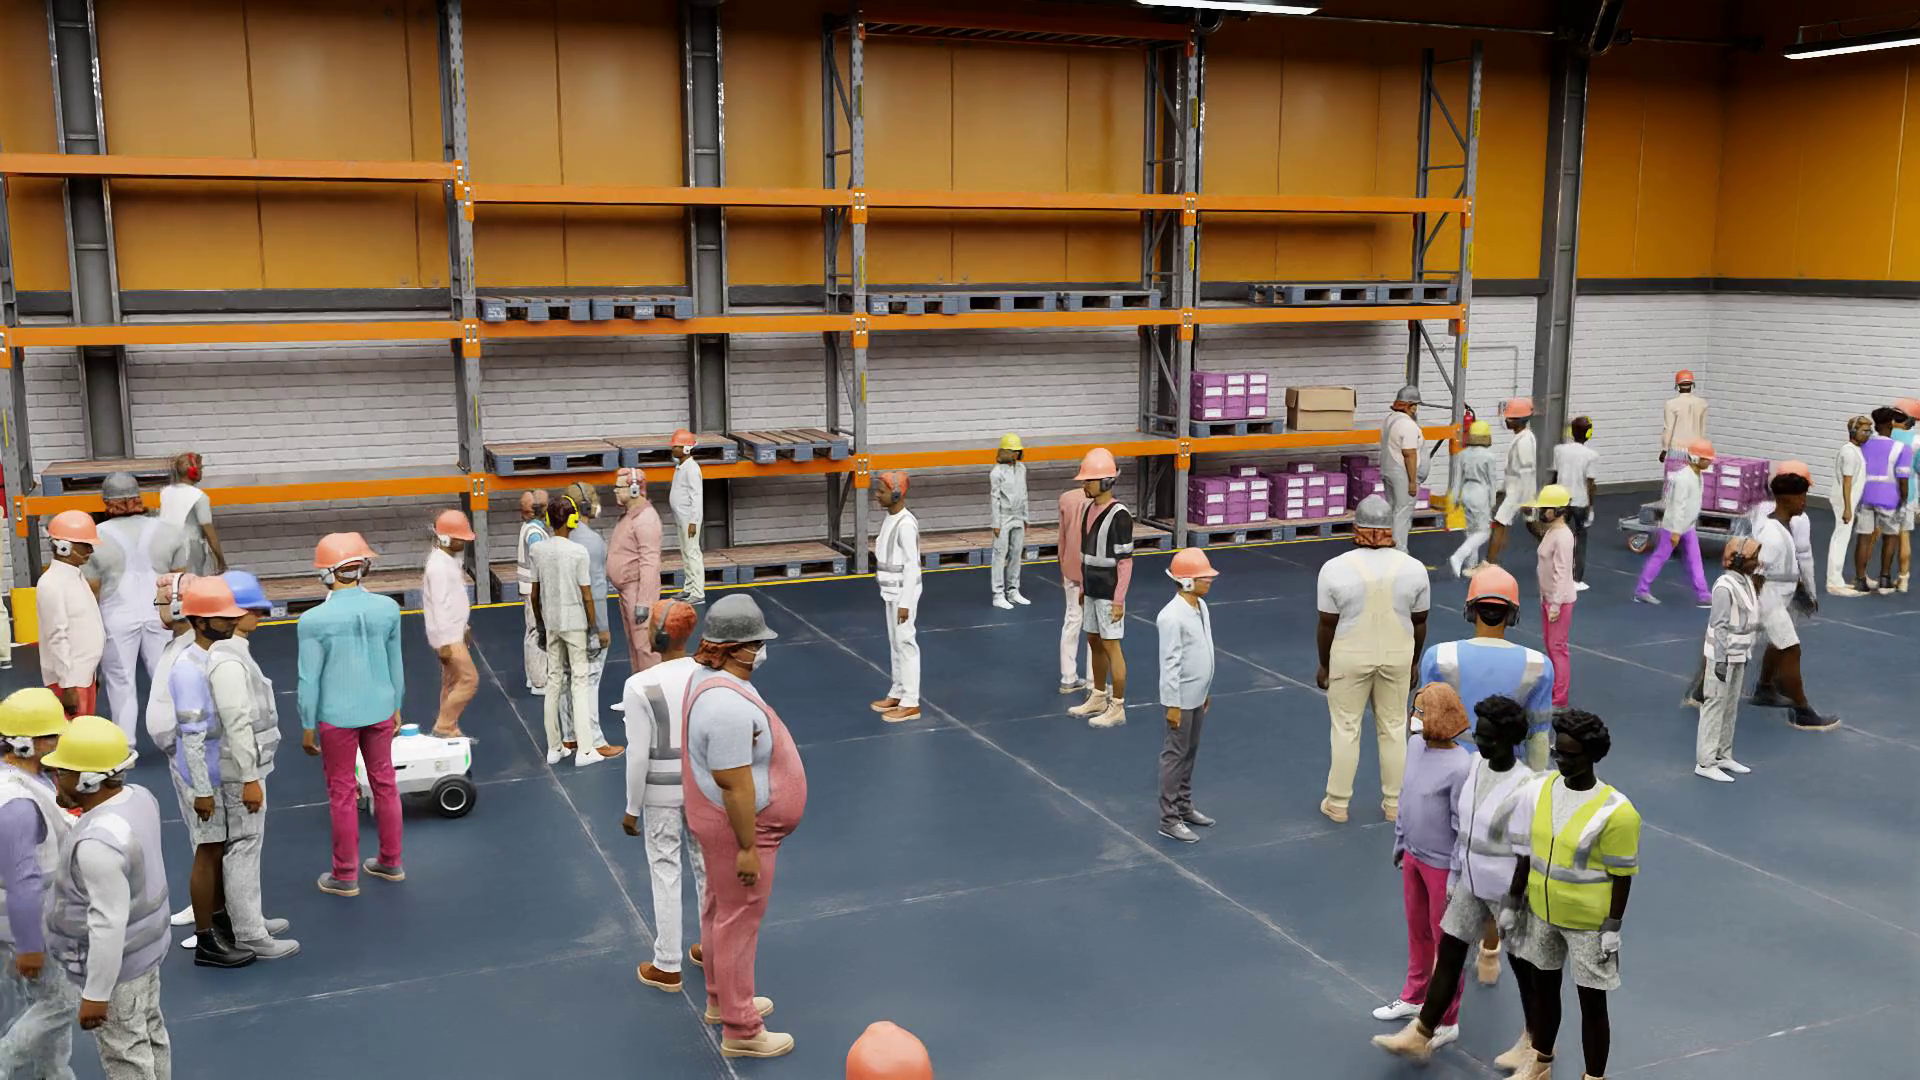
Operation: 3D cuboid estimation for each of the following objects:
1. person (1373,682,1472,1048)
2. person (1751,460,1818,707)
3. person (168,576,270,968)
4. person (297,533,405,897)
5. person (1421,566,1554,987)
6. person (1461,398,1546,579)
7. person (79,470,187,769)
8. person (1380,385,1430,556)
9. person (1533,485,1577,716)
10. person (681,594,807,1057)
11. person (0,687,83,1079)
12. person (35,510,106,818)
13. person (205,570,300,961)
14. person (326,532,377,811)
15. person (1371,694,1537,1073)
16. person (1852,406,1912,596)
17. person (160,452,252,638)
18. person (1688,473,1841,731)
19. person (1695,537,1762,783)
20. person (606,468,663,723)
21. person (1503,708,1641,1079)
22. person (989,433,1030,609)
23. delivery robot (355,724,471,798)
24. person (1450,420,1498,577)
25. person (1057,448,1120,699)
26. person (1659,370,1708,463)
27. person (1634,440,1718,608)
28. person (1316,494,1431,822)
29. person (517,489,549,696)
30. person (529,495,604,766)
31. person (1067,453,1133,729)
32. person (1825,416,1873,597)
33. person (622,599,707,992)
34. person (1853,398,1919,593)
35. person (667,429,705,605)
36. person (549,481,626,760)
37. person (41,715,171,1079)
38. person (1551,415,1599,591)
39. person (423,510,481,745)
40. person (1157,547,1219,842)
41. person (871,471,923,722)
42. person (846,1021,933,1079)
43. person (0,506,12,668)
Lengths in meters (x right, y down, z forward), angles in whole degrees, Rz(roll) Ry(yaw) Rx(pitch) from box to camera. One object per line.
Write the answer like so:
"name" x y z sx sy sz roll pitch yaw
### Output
"person" 2.083 1.424 7.375 0.279 1.634 0.498 -3 10 -17
"person" 6.371 0.341 12.789 0.517 1.914 0.580 -2 10 -9
"person" -3.645 1.129 8.208 0.371 1.935 0.551 -1 10 -8
"person" -3.333 0.946 9.115 0.406 1.987 0.614 8 13 38
"person" 2.482 1.132 7.951 0.609 2.029 0.408 1 10 8
"person" 5.960 -0.521 17.596 1.094 1.988 0.620 4 11 23
"person" -5.666 0.526 11.381 0.688 2.000 0.536 -9 13 -42
"person" 4.976 -0.724 18.585 0.535 2.000 0.681 -1 10 -8
"person" 4.485 0.455 12.614 0.341 1.756 0.518 1 10 8
"person" -0.944 1.229 7.332 0.539 2.000 0.688 -3 10 -18
"person" -3.719 1.477 6.580 0.531 1.812 0.591 -6 12 -33
"person" -5.253 0.809 9.908 0.393 1.987 0.608 -3 10 -16
"person" -3.566 1.114 8.261 0.384 1.948 0.605 -5 11 -28
"person" -3.807 0.821 10.495 0.321 1.756 0.561 -3 10 -14
"person" 2.185 1.471 7.011 0.771 1.656 0.544 -4 10 -20
"person" 9.373 -0.399 17.022 0.618 1.928 0.676 9 13 43
"person" -6.568 0.141 14.314 0.595 1.789 0.985 7 12 35
"person" 5.980 0.435 12.332 1.035 1.913 0.619 5 11 24
"person" 5.118 0.786 11.072 0.312 1.634 0.514 9 13 42
"person" -2.440 0.405 12.468 0.407 1.908 0.641 -4 11 -23
"person" 2.466 1.506 6.726 0.318 1.698 0.537 -6 11 -31
"person" 0.497 -0.191 16.399 0.314 1.736 0.485 9 13 43
"delivery robot" -3.428 1.395 10.386 0.707 0.478 0.477 -3 10 -19
"person" 5.468 -0.427 17.776 0.615 1.719 0.479 -6 12 -32
"person" 1.044 0.262 13.093 0.623 1.982 0.417 8 13 39
"person" 9.287 -1.189 21.405 0.613 1.991 0.392 -2 10 -12
"person" 7.113 -0.162 16.381 0.875 1.680 0.587 9 13 43
"person" 2.503 0.721 10.256 0.681 2.000 0.538 0 10 -1
"person" -3.340 0.414 13.170 0.306 1.645 0.521 -4 11 -21
"person" -2.678 0.618 11.367 0.507 1.865 0.329 4 10 20
"person" 1.023 0.370 12.277 0.391 2.040 0.615 -4 11 -23
"person" 9.087 -0.352 17.012 0.347 1.842 0.505 5 11 29
"person" -1.343 1.204 7.925 0.584 1.882 0.345 -9 13 -41
"person" 9.621 -0.456 17.146 0.626 2.022 0.427 8 13 39
"person" -2.738 -0.232 16.561 0.334 1.753 0.573 -4 11 -23
"person" -2.607 0.556 11.503 0.375 1.940 0.627 -8 12 -37
"person" -3.142 1.535 6.154 0.403 1.837 0.586 -2 10 -13
"person" 6.246 -0.359 17.057 0.711 1.843 0.542 -10 14 -44
"person" -3.527 0.648 11.598 0.385 1.725 0.553 -2 10 -10
"person" 1.368 0.910 9.981 0.319 1.755 0.571 5 11 26
"person" -0.465 0.417 12.465 0.359 1.882 0.575 -3 10 -15
"person" -0.154 1.970 3.895 0.575 1.747 0.336 -8 13 -38
"person" -8.139 0.253 13.782 0.326 1.751 0.559 0 10 1
